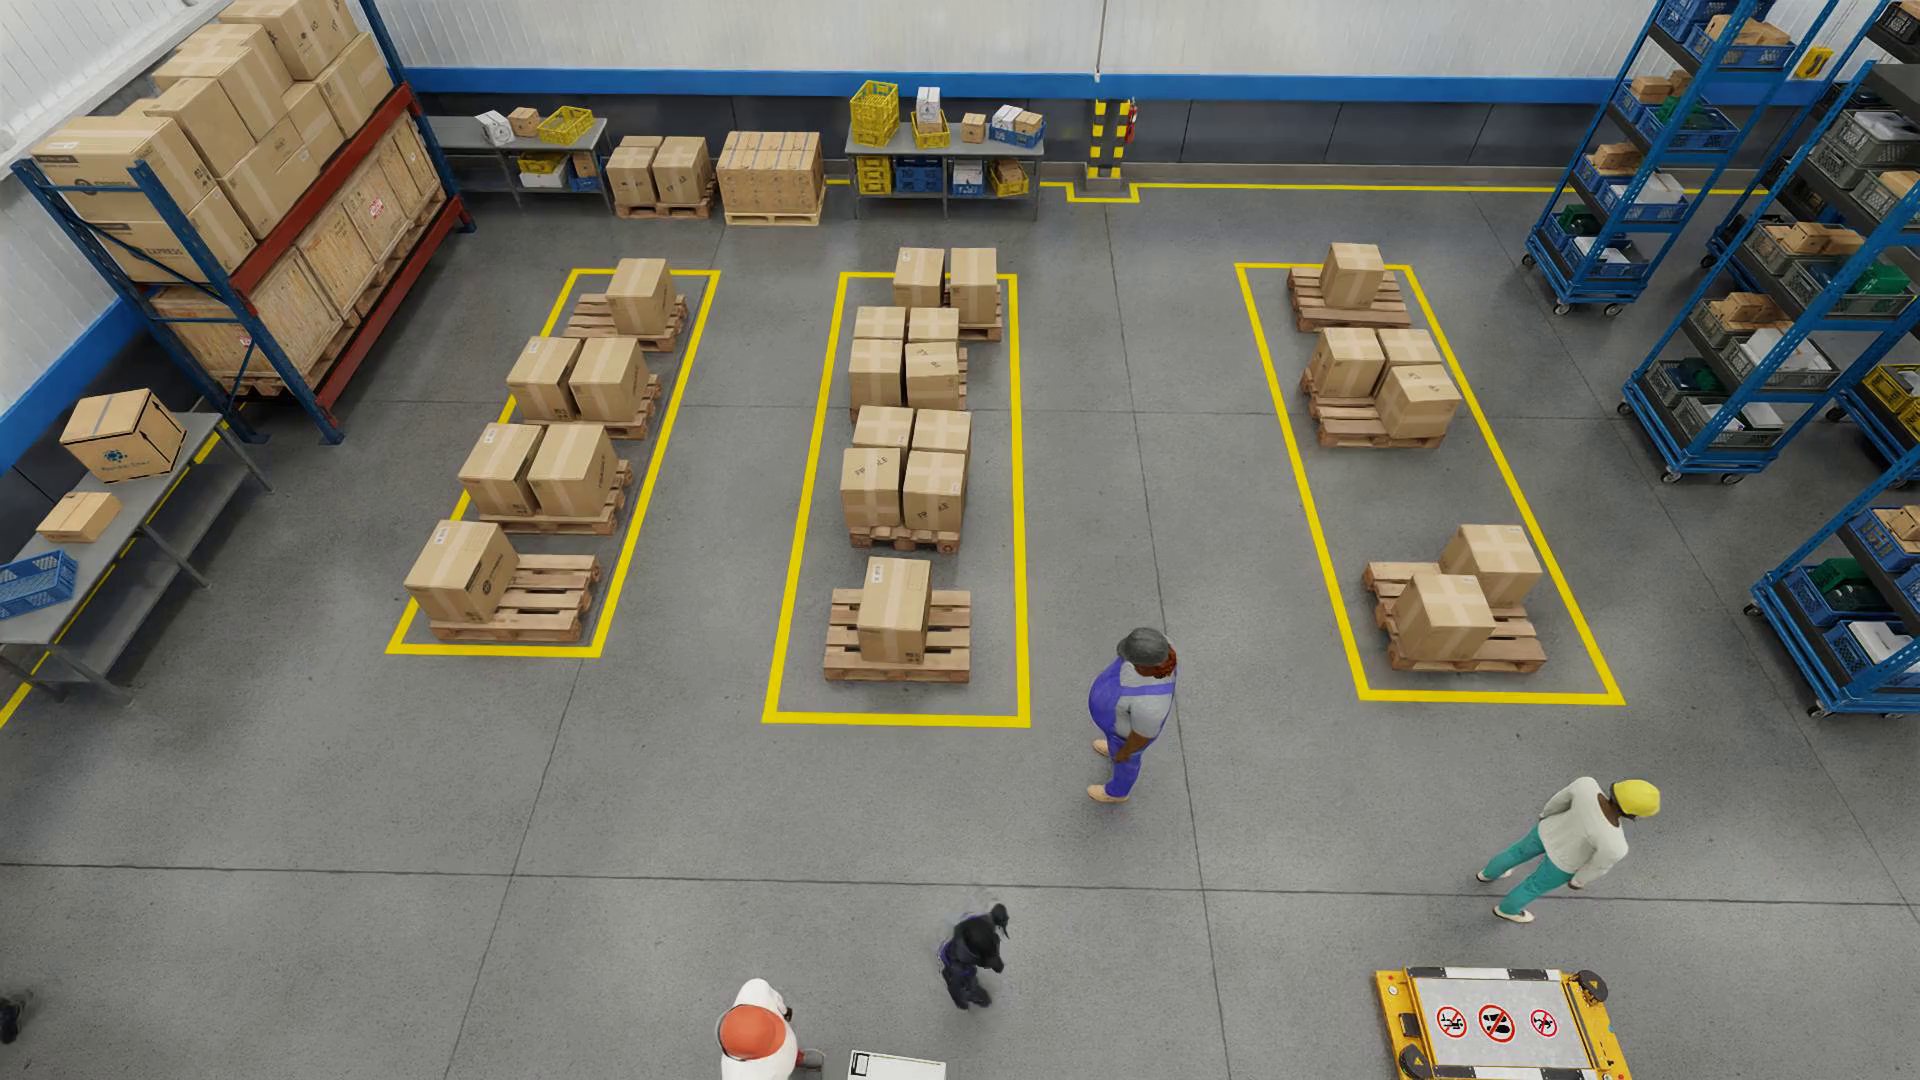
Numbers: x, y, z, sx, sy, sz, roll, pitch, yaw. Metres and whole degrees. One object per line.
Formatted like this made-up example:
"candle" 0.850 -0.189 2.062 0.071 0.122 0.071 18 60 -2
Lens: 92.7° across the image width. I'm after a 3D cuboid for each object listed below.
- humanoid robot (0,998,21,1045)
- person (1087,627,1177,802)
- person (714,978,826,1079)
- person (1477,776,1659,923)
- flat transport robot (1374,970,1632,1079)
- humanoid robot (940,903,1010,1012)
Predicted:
"humanoid robot" -6.276 2.719 5.361 0.630 1.636 0.429 10 52 8
"person" 1.149 1.200 6.365 0.536 2.000 0.676 11 52 9
"person" -1.032 2.870 5.043 0.395 1.990 0.620 1 51 1
"person" 3.904 1.973 5.911 0.329 1.767 0.525 -2 51 -1
"flat transport robot" 3.501 3.133 5.914 1.431 0.197 0.652 1 51 1
"humanoid robot" 0.089 2.493 5.552 0.449 1.630 0.619 34 58 25
